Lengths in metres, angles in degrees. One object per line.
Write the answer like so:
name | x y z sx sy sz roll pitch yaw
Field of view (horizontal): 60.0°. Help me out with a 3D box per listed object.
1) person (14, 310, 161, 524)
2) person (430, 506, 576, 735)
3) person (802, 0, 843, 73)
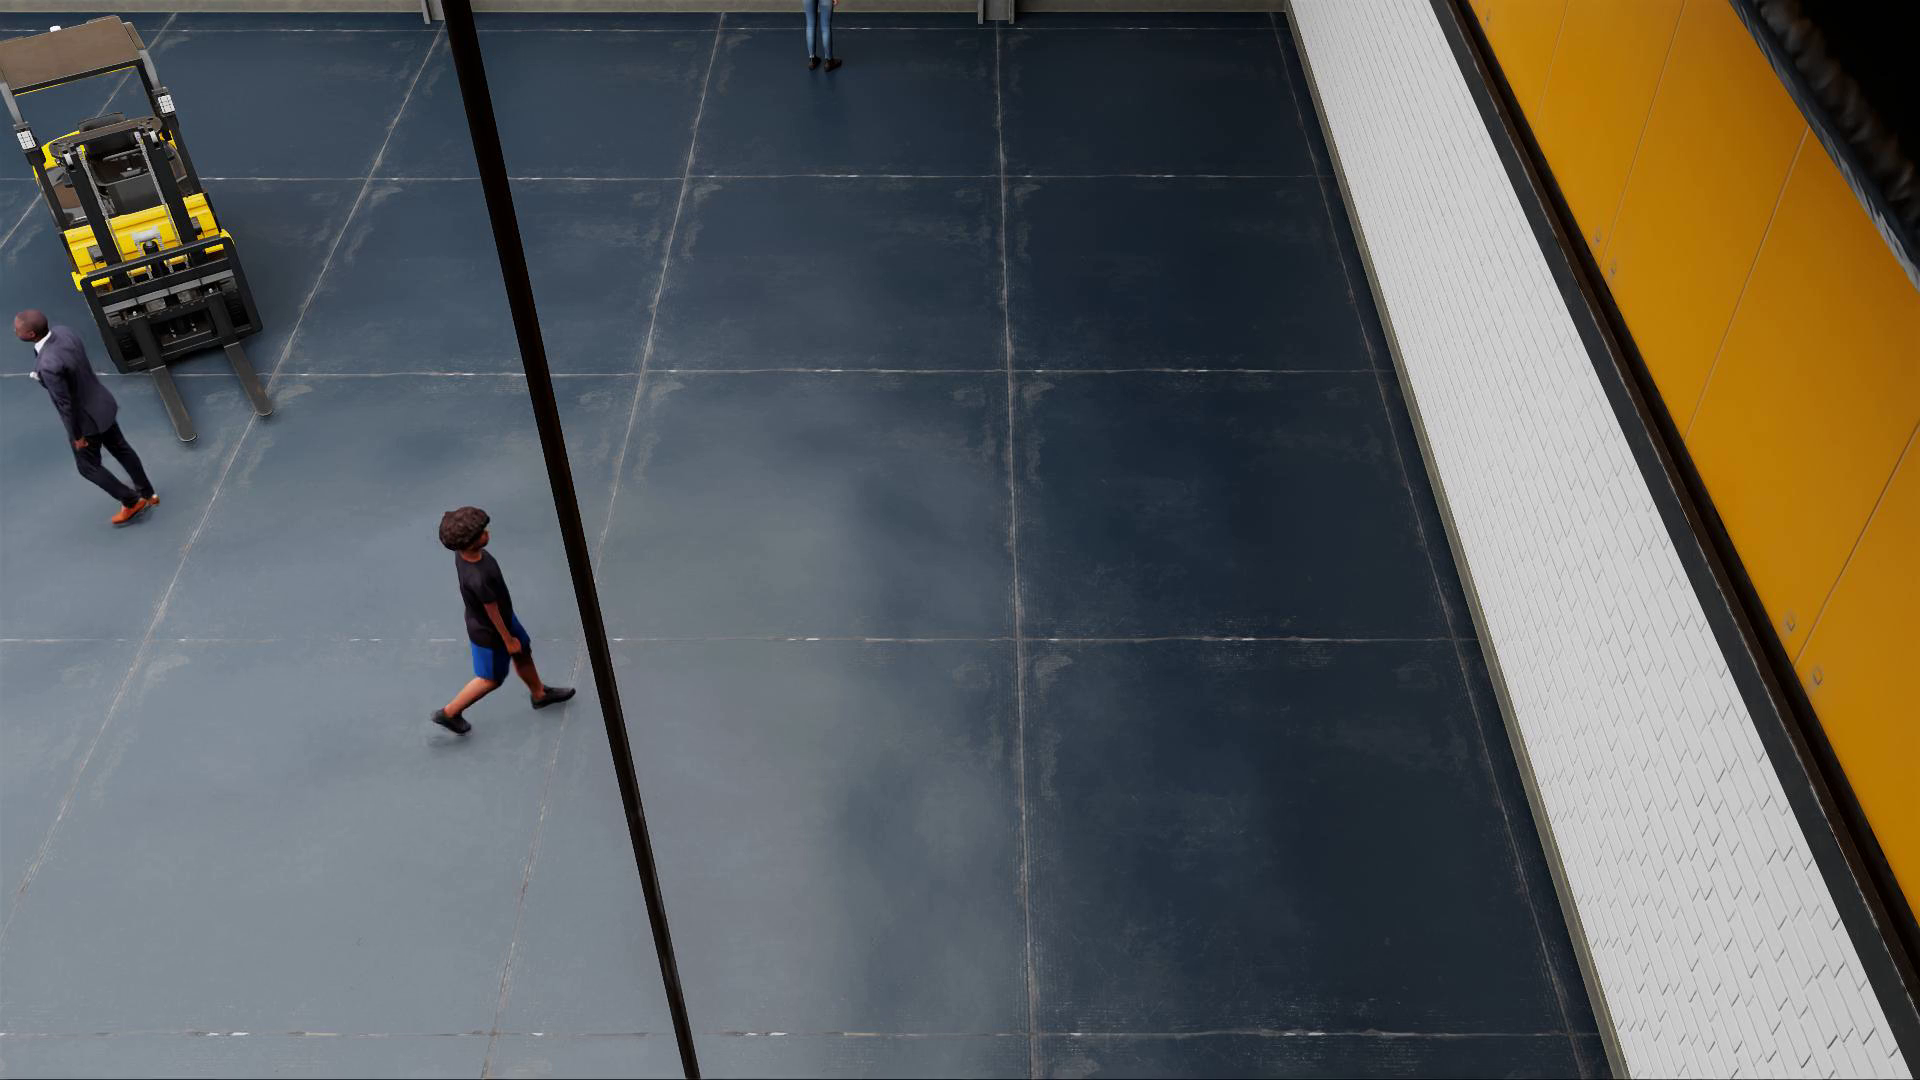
person | -6.135 -0.881 11.773 0.622 1.798 0.690 -2 44 -2
person | -2.986 0.550 10.291 1.197 1.771 0.828 -13 45 -13
person | -1.435 -5.541 16.774 0.537 1.646 0.691 13 45 13
